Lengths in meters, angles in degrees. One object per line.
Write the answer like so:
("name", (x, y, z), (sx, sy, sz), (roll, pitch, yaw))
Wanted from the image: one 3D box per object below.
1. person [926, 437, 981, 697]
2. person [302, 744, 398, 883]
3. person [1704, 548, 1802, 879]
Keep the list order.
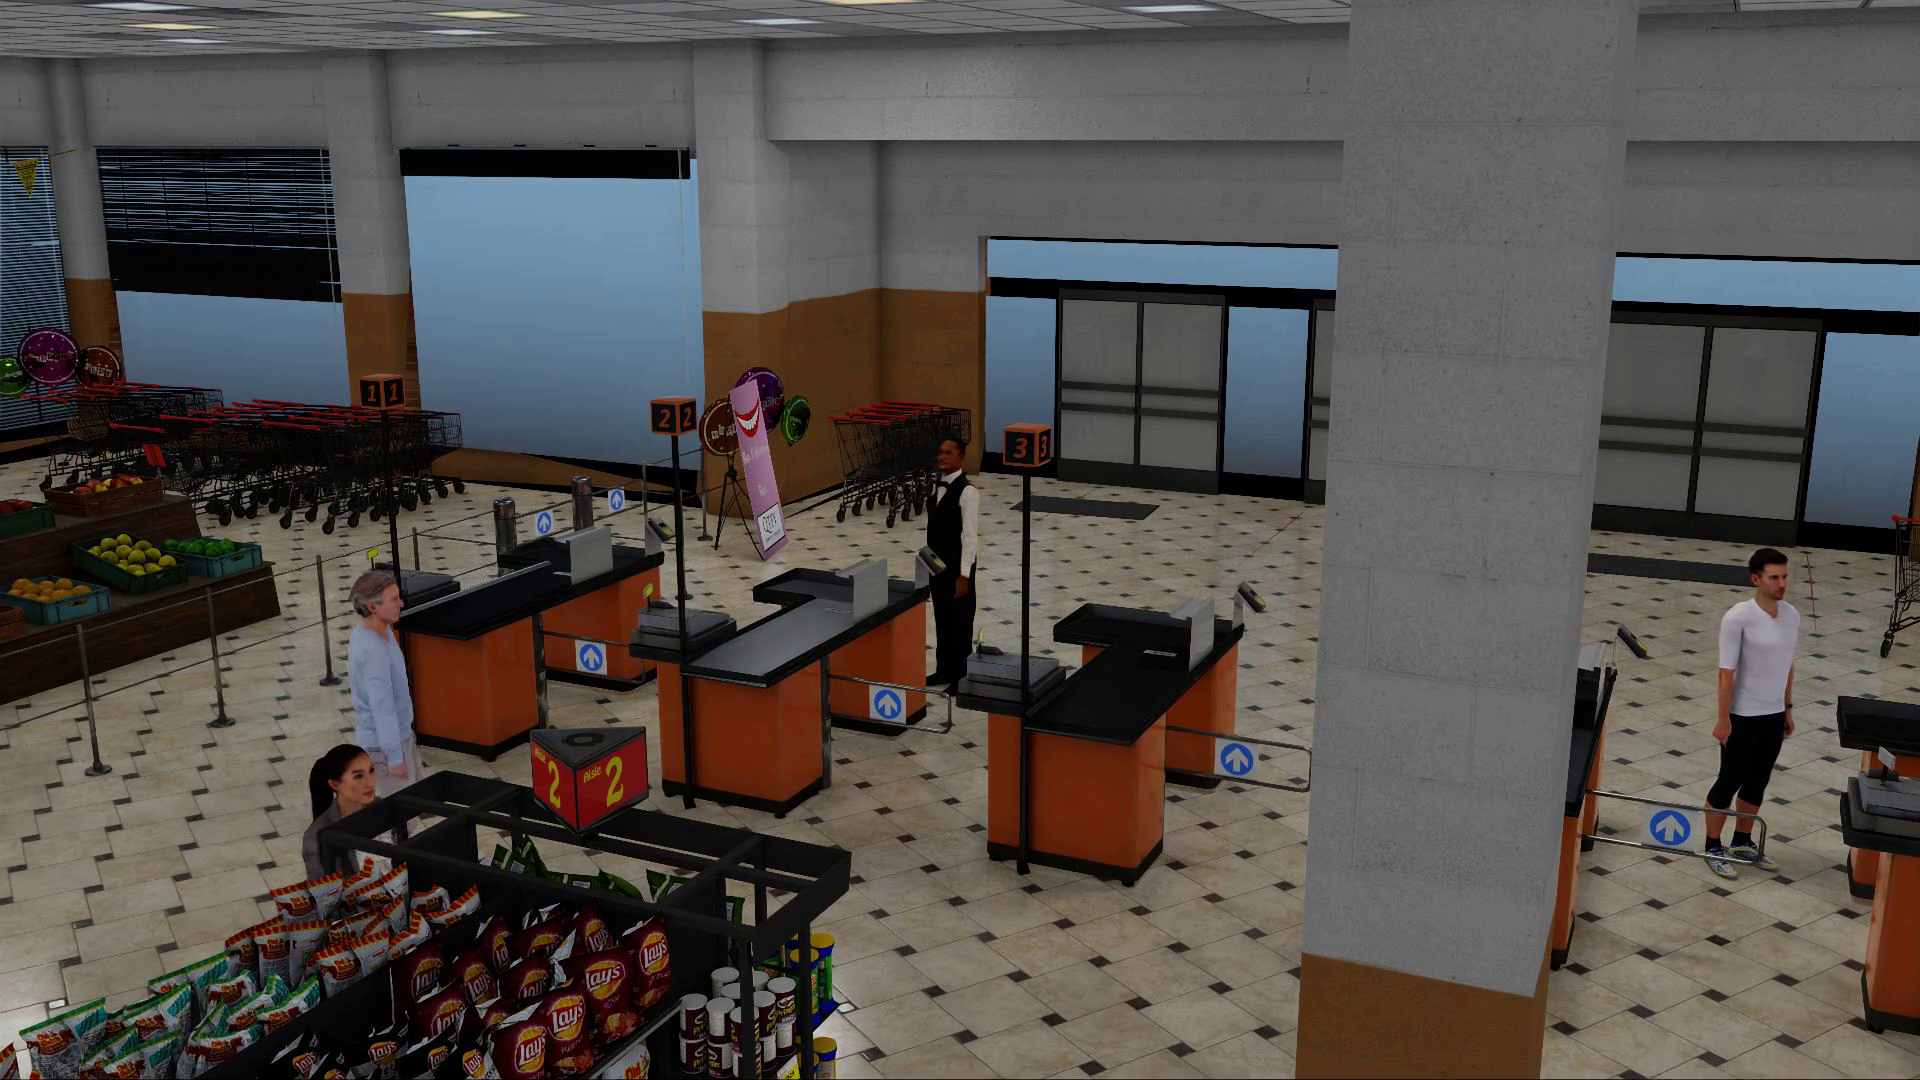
("person", (-0.054, 0.184, 12.275), (0.789, 1.917, 0.782), (-8, 16, -31))
("person", (-2.527, 1.629, 6.861), (0.678, 1.660, 0.845), (6, 15, 22))
("person", (4.425, 0.945, 9.278), (0.742, 1.851, 0.797), (-5, 14, -19))
